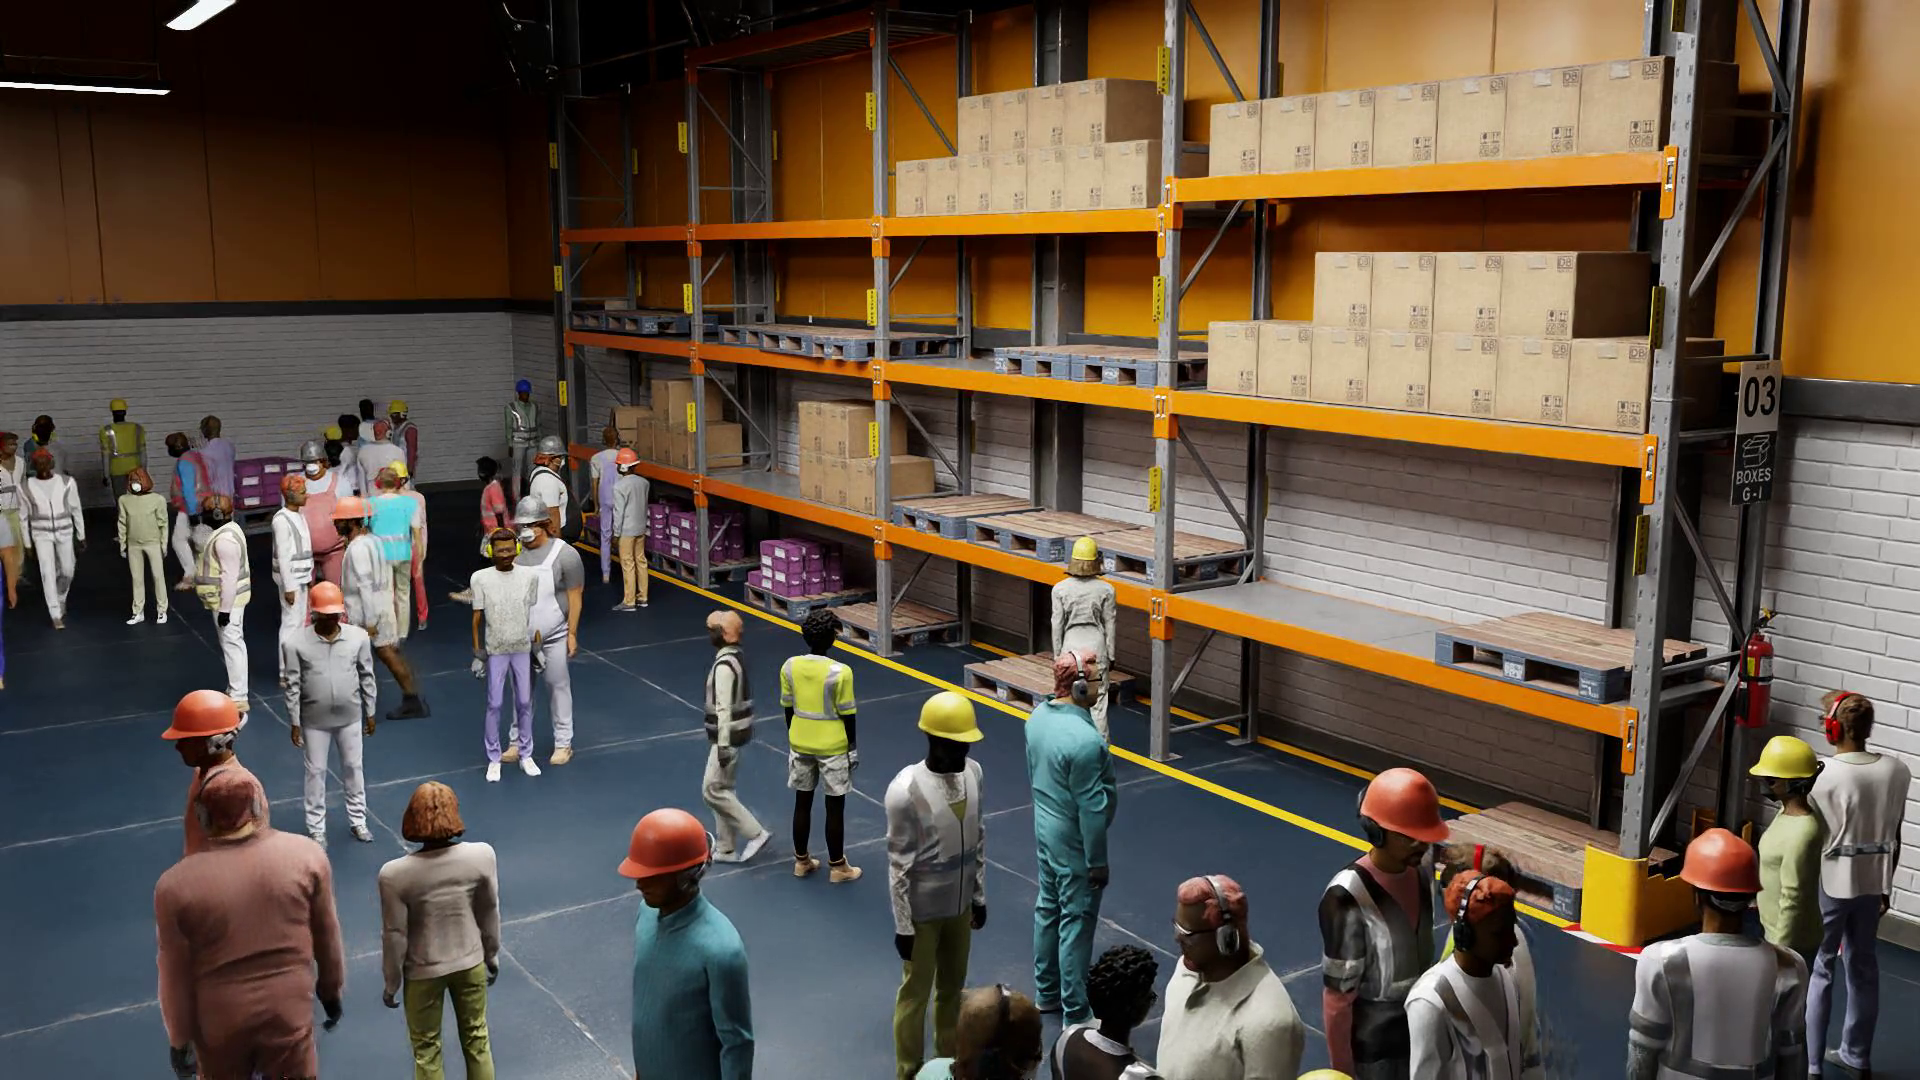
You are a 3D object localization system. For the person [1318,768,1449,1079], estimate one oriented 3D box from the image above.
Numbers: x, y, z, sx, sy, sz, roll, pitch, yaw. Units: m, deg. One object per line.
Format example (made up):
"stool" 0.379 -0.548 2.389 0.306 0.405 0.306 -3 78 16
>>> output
"person" 1.534 1.787 5.973 0.613 2.029 0.409 -9 13 -44

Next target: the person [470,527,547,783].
"person" -3.282 0.822 12.107 0.538 1.866 0.313 -5 11 -26

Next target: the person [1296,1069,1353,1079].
"person" 0.916 2.205 4.369 0.321 1.737 0.485 2 10 13

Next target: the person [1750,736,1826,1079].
"person" 3.559 1.708 7.218 0.341 1.760 0.525 4 10 23

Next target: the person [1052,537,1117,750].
"person" 0.922 0.842 12.350 0.486 1.744 0.294 1 10 7

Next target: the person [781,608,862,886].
"person" -0.840 1.251 10.084 0.535 1.697 0.318 5 11 29

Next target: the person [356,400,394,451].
"person" -7.998 -0.998 22.851 0.624 1.857 1.070 -9 13 -43

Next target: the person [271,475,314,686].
"person" -5.920 0.360 14.787 0.343 1.877 0.576 -1 10 -6

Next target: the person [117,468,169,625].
"person" -8.457 0.064 17.238 0.500 1.633 0.284 -1 10 -6

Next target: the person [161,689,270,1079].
"person" -3.137 1.607 7.121 0.395 1.993 0.614 -9 13 -42

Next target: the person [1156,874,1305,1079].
"person" 0.802 1.974 5.271 0.402 1.896 0.652 -3 10 -19

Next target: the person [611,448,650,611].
"person" -3.570 -0.118 17.937 0.321 1.755 0.563 4 11 24

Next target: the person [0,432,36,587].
"person" -10.903 -0.320 18.967 0.459 1.817 0.619 3 10 16

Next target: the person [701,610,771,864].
"person" -1.424 1.244 10.385 0.425 1.609 0.548 0 10 -1

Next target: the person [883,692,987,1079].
"person" -0.079 1.602 7.380 0.396 1.920 0.587 8 13 41

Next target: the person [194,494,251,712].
"person" -6.161 0.524 13.926 0.429 1.843 0.630 -4 11 -23

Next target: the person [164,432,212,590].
"person" -8.828 -0.327 19.026 0.580 1.807 0.655 -2 10 -11

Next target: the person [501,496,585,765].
"person" -3.182 0.677 12.447 0.672 2.000 0.536 2 10 12

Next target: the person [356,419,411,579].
"person" -6.736 -0.471 19.575 0.639 1.910 0.407 2 10 13

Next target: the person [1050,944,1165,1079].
"person" 0.473 2.086 5.205 0.319 1.694 0.532 -6 11 -30

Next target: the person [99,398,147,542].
"person" -11.179 -0.935 22.239 0.382 1.924 0.594 8 12 39

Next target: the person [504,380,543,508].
"person" -6.604 -1.458 25.242 0.605 1.951 0.384 -9 13 -43

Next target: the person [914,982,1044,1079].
"person" 0.068 2.095 4.513 0.822 1.895 0.665 -3 10 -18

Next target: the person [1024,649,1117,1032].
"person" 0.568 1.472 8.173 0.410 1.909 0.642 -4 10 -23

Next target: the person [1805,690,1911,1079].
"person" 4.035 1.605 7.601 0.561 1.838 0.388 -2 10 -10

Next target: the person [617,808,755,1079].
"person" -0.943 1.862 5.629 0.394 1.990 0.625 -8 13 -40

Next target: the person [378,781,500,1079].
"person" -2.174 1.810 6.988 0.507 1.632 0.271 -7 12 -37

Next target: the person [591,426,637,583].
"person" -4.031 -0.410 19.400 0.508 1.845 0.345 0 10 -1

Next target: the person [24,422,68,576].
"person" -10.877 -0.481 19.812 0.416 1.854 0.512 6 11 30

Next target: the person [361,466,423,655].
"person" -5.462 0.187 16.007 0.569 1.811 0.942 -4 11 -24

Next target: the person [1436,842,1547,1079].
"person" 1.789 1.928 5.715 0.434 1.827 0.573 3 10 19

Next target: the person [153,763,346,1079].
"person" -2.661 1.798 6.332 0.678 1.879 0.694 -7 12 -35

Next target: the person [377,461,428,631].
"person" -5.657 0.066 16.870 0.523 1.759 0.350 0 10 2

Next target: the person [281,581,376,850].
"person" -4.039 1.120 10.706 0.565 1.745 0.348 -6 11 -32

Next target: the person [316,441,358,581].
"person" -7.329 -0.341 19.553 0.534 1.647 0.826 0 10 2

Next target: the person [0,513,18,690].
"person" -8.482 0.365 14.274 0.691 2.000 0.924 -5 11 -27

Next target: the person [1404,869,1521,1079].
"person" 1.619 1.968 5.332 0.353 1.883 0.578 8 13 41

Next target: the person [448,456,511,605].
"person" -5.135 -0.102 18.138 0.905 1.638 0.543 -2 10 -12

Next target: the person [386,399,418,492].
"person" -7.788 -1.034 23.243 0.403 1.786 0.595 -9 13 -43

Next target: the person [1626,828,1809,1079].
"person" 2.488 1.908 5.553 0.544 1.930 0.388 1 10 6

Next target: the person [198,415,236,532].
"person" -8.808 -0.512 19.724 0.372 1.940 0.632 1 10 3

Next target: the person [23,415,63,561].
"person" -11.412 -0.644 20.814 0.514 1.842 0.356 1 10 5

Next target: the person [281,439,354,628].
"person" -6.263 0.031 16.235 0.674 2.000 0.537 -2 10 -13

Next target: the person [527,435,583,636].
"person" -4.064 -0.052 16.722 0.535 2.000 0.682 -4 10 -23

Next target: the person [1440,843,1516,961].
"person" 1.909 1.931 6.110 0.320 1.694 0.533 0 10 1

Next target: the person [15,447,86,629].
"person" -9.402 -0.042 17.211 0.588 1.863 0.752 -7 12 -36

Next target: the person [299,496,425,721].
"person" -4.886 0.575 13.497 1.022 1.884 0.563 -2 10 -13
